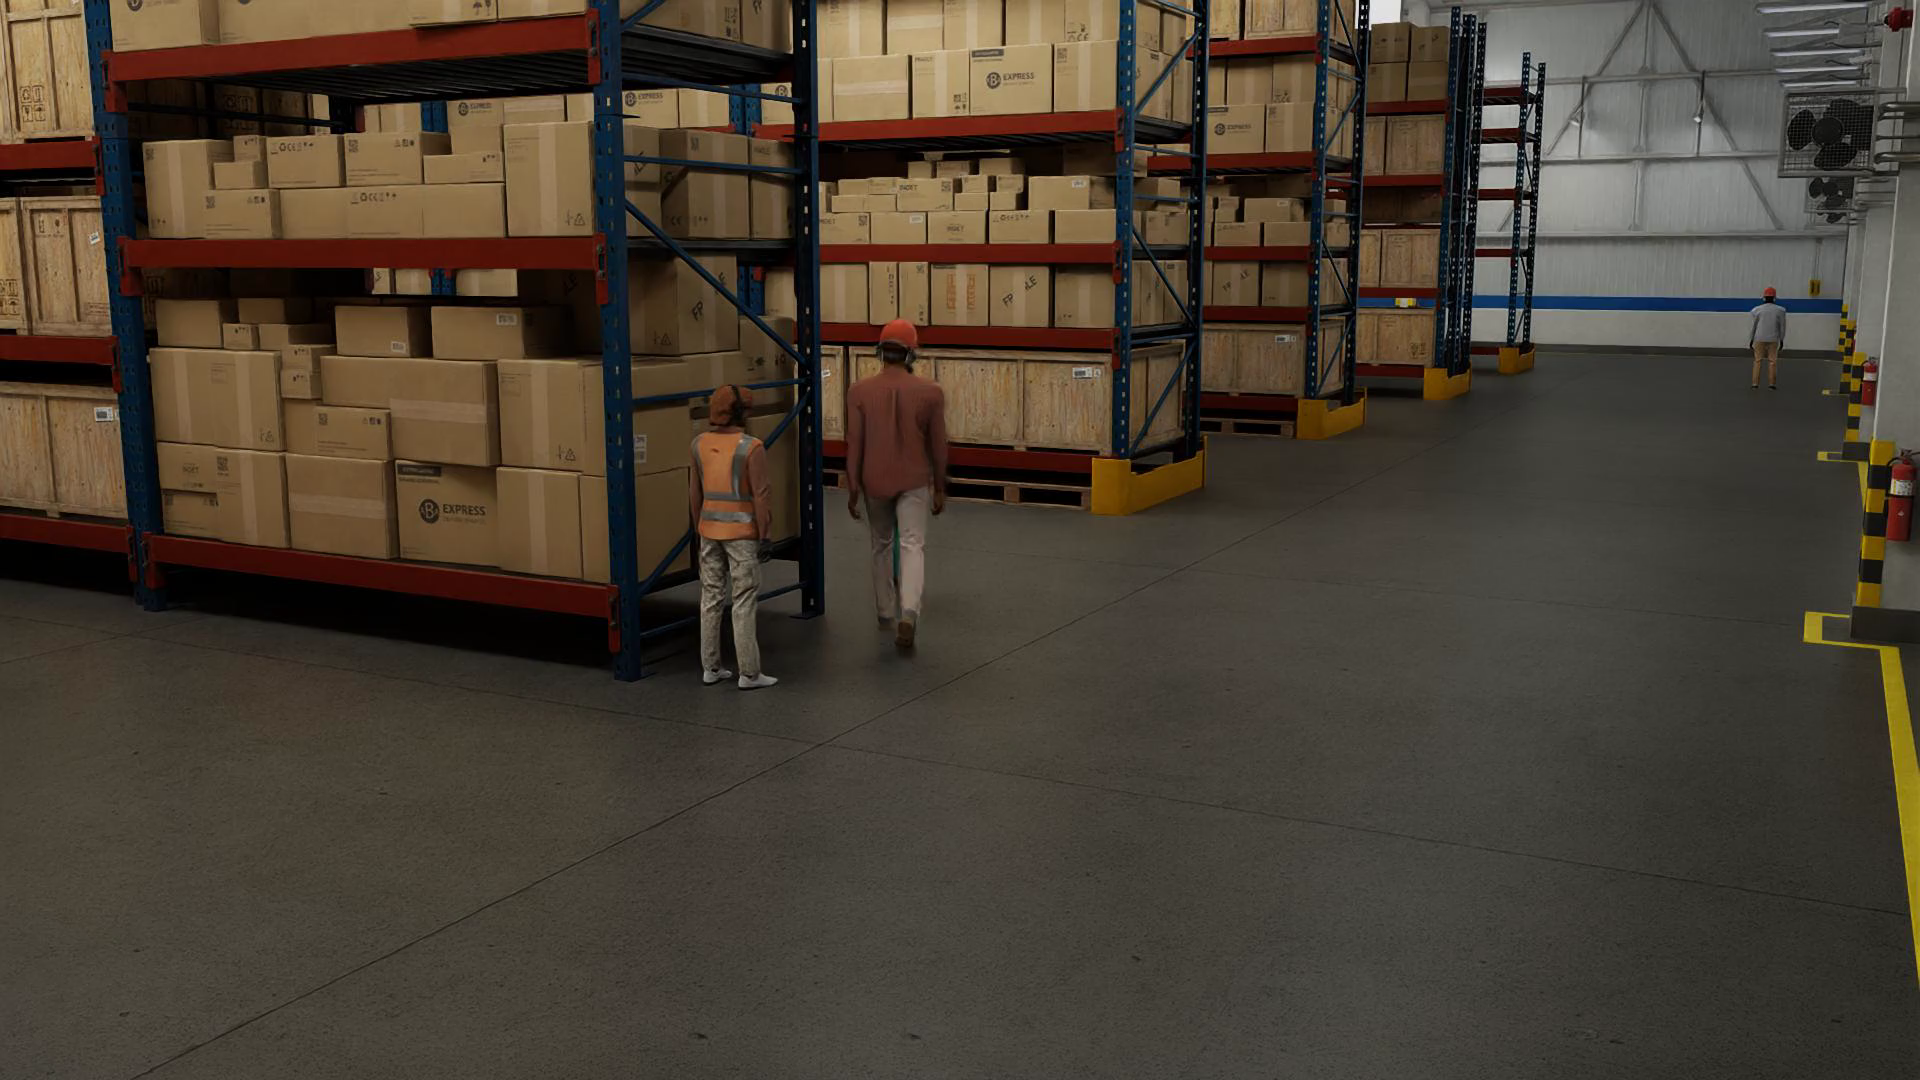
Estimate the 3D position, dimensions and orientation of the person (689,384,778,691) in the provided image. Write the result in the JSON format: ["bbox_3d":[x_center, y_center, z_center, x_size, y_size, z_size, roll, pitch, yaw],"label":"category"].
[{"bbox_3d":[-1.225,-0.012,8.911,0.517,1.636,0.313,6,12,31],"label":"person"}]

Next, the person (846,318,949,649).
[{"bbox_3d":[-0.375,-0.344,9.956,0.621,1.957,0.961,0,10,-1],"label":"person"}]

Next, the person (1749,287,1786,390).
[{"bbox_3d":[13.795,-3.443,28.426,0.563,1.755,0.323,5,11,25],"label":"person"}]

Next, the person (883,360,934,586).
[{"bbox_3d":[-0.398,-0.463,11.300,0.518,1.716,0.929,0,10,-1],"label":"person"}]
